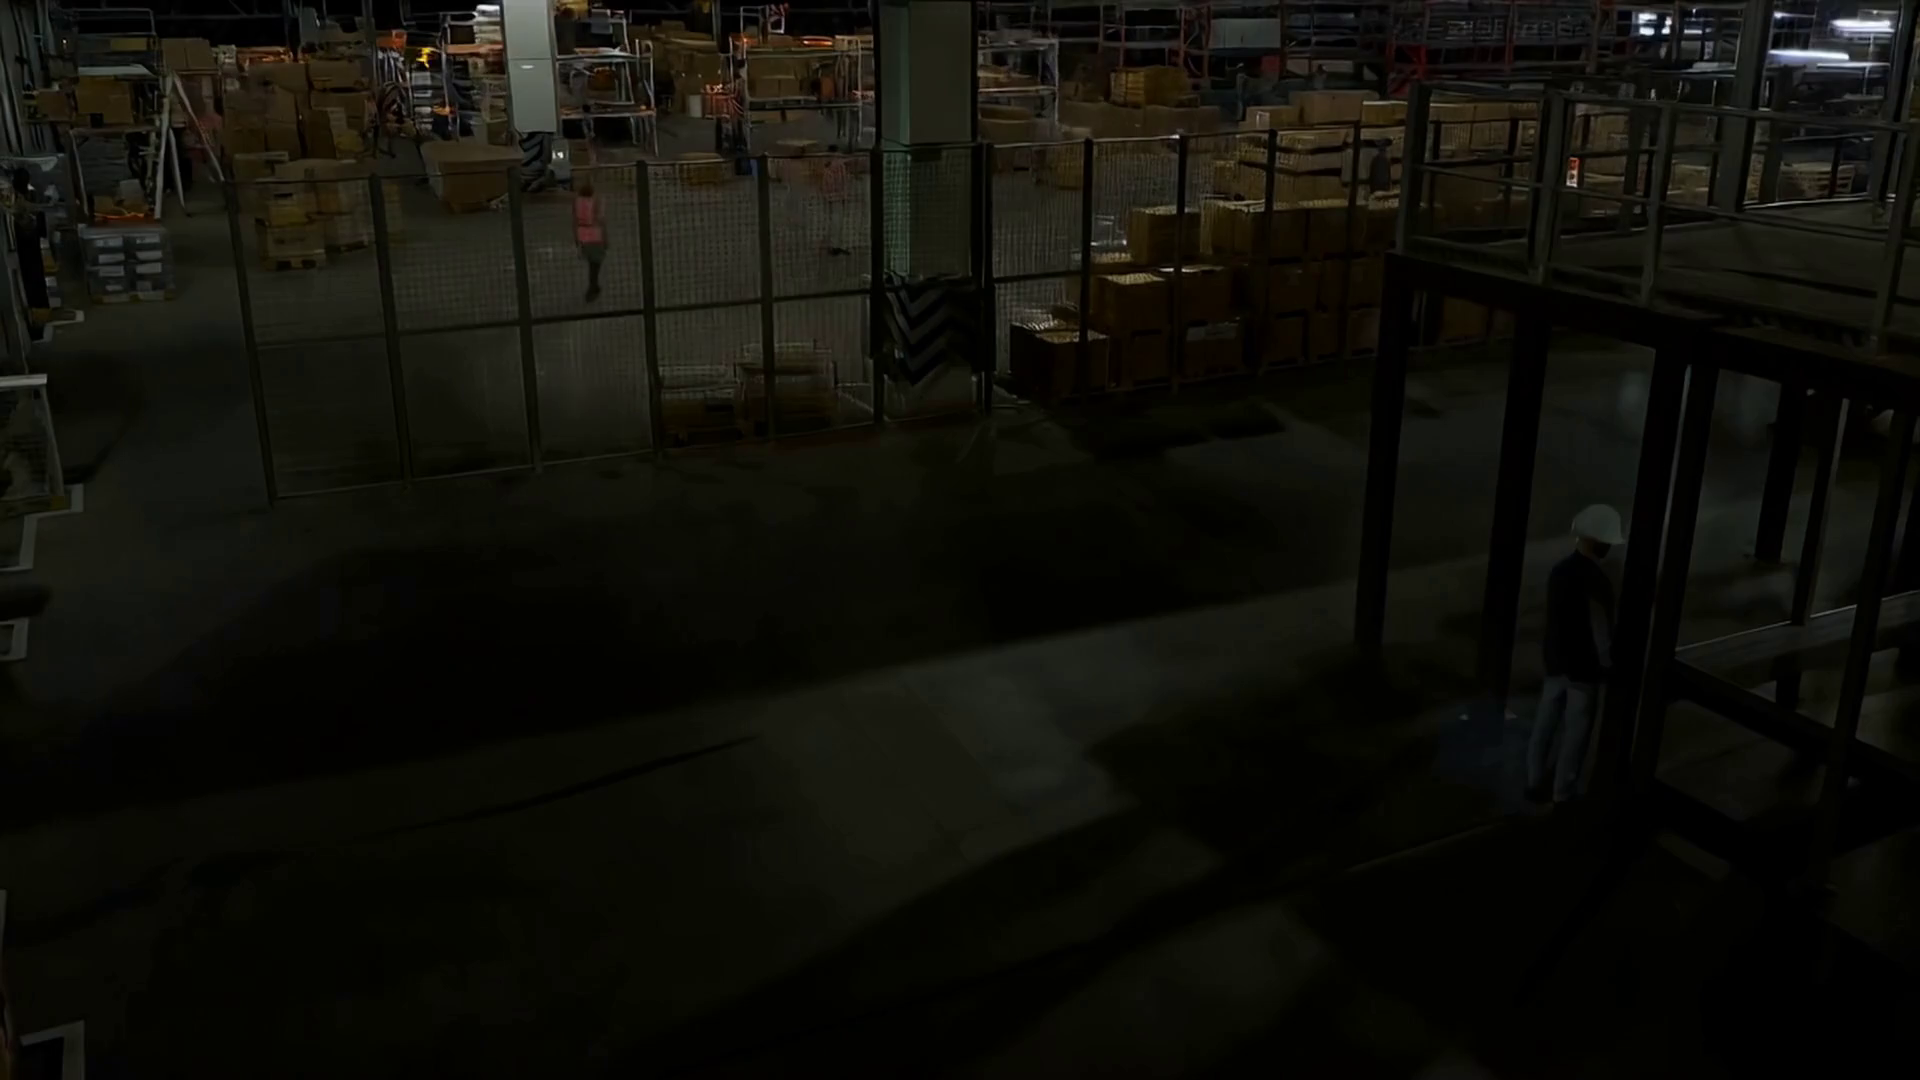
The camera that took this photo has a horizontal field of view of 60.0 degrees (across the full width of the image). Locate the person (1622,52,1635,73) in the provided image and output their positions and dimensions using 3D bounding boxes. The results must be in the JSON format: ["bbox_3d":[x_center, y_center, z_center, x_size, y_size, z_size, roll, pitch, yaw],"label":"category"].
[{"bbox_3d":[27.084,-18.967,67.460,0.374,1.687,0.531,-8,21,-22],"label":"person"}]

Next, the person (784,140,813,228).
[{"bbox_3d":[-3.139,-6.965,32.635,0.524,1.700,0.876,-11,22,-29],"label":"person"}]

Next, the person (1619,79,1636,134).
[{"bbox_3d":[20.274,-13.175,50.460,0.611,1.820,0.515,5,20,14],"label":"person"}]

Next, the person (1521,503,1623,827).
[{"bbox_3d":[3.668,0.723,9.919,0.613,1.988,0.398,-17,26,-41],"label":"person"}]

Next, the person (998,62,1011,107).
[{"bbox_3d":[1.479,-15.052,55.770,0.400,1.904,0.576,-12,22,-31],"label":"person"}]

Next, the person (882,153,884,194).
[{"bbox_3d":[-1.275,-6.660,31.436,0.622,1.908,0.534,-13,23,-33],"label":"person"}]

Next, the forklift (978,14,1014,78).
[{"bbox_3d":[1.833,-22.907,77.074,1.873,2.768,1.129,9,21,24],"label":"forklift"}]

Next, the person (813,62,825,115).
[{"bbox_3d":[-4.903,-15.620,57.585,0.412,1.806,0.678,-1,19,-2],"label":"person"}]

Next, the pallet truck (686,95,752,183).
[{"bbox_3d":[-5.836,-9.608,39.856,0.823,1.965,1.885,10,22,27],"label":"pallet truck"}]

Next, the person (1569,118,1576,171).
[{"bbox_3d":[13.921,-9.109,38.365,0.401,2.035,0.601,-3,19,-8],"label":"person"}]

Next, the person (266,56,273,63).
[{"bbox_3d":[-24.629,-16.358,59.597,0.356,1.883,0.572,-11,22,-29],"label":"person"}]

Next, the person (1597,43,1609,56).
[{"bbox_3d":[27.907,-20.726,72.280,0.654,1.871,0.923,-8,21,-22],"label":"person"}]

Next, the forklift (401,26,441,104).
[{"bbox_3d":[-20.470,-17.640,61.806,1.873,2.768,1.129,-9,21,-25],"label":"forklift"}]

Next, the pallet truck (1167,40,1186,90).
[{"bbox_3d":[9.045,-19.971,69.895,0.823,1.965,1.885,-3,19,-8],"label":"pallet truck"}]

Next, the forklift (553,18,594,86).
[{"bbox_3d":[-16.964,-21.175,72.054,1.873,2.768,1.129,-9,21,-25],"label":"forklift"}]

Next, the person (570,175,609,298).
[{"bbox_3d":[-5.734,-4.669,25.700,0.549,1.898,0.754,2,19,4],"label":"person"}]

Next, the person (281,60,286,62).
[{"bbox_3d":[-22.818,-15.264,56.361,0.626,1.931,0.368,-6,20,-18],"label":"person"}]

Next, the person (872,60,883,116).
[{"bbox_3d":[-2.776,-15.671,57.550,0.391,1.920,0.587,-12,22,-31],"label":"person"}]

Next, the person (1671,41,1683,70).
[{"bbox_3d":[34.069,-23.085,79.069,0.757,1.909,0.542,-6,20,-17],"label":"person"}]

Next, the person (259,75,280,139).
[{"bbox_3d":[-20.477,-12.832,49.377,1.036,1.879,0.552,12,22,31],"label":"person"}]

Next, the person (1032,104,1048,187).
[{"bbox_3d":[1.868,-9.226,38.871,0.395,1.919,0.614,3,19,8],"label":"person"}]

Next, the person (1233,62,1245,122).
[{"bbox_3d":[9.259,-14.868,55.191,0.373,1.939,0.545,8,20,21],"label":"person"}]

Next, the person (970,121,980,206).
[{"bbox_3d":[0.106,-8.031,35.542,0.687,1.818,0.665,7,20,20],"label":"person"}]

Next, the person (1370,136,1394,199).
[{"bbox_3d":[7.742,-6.427,30.639,0.388,1.992,0.617,14,23,35],"label":"person"}]

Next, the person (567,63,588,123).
[{"bbox_3d":[-12.621,-14.788,55.002,0.646,1.915,0.813,-6,20,-16],"label":"person"}]

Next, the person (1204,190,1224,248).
[{"bbox_3d":[3.642,-4.013,23.726,0.379,1.940,0.629,-6,20,-16],"label":"person"}]

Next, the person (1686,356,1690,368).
[{"bbox_3d":[8.155,-1.981,18.044,0.646,1.795,0.937,17,25,40],"label":"person"}]

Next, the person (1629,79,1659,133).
[{"bbox_3d":[19.526,-12.248,47.441,0.683,2.000,0.982,-6,20,-16],"label":"person"}]

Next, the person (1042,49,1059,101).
[{"bbox_3d":[3.448,-17.801,63.706,0.652,1.920,0.885,-2,19,-6],"label":"person"}]

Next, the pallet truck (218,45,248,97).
[{"bbox_3d":[-28.879,-18.665,66.111,0.823,1.965,1.885,-3,19,-9],"label":"pallet truck"}]

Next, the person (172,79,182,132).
[{"bbox_3d":[-24.348,-13.458,51.574,0.518,1.632,0.311,6,20,18],"label":"person"}]

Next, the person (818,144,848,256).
[{"bbox_3d":[-2.257,-6.066,29.662,0.389,1.949,0.603,16,25,39],"label":"person"}]

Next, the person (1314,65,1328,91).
[{"bbox_3d":[12.660,-15.838,58.446,0.535,1.640,0.892,11,22,29],"label":"person"}]

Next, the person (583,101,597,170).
[{"bbox_3d":[-9.419,-10.291,42.285,0.318,1.700,0.535,-6,20,-16],"label":"person"}]
